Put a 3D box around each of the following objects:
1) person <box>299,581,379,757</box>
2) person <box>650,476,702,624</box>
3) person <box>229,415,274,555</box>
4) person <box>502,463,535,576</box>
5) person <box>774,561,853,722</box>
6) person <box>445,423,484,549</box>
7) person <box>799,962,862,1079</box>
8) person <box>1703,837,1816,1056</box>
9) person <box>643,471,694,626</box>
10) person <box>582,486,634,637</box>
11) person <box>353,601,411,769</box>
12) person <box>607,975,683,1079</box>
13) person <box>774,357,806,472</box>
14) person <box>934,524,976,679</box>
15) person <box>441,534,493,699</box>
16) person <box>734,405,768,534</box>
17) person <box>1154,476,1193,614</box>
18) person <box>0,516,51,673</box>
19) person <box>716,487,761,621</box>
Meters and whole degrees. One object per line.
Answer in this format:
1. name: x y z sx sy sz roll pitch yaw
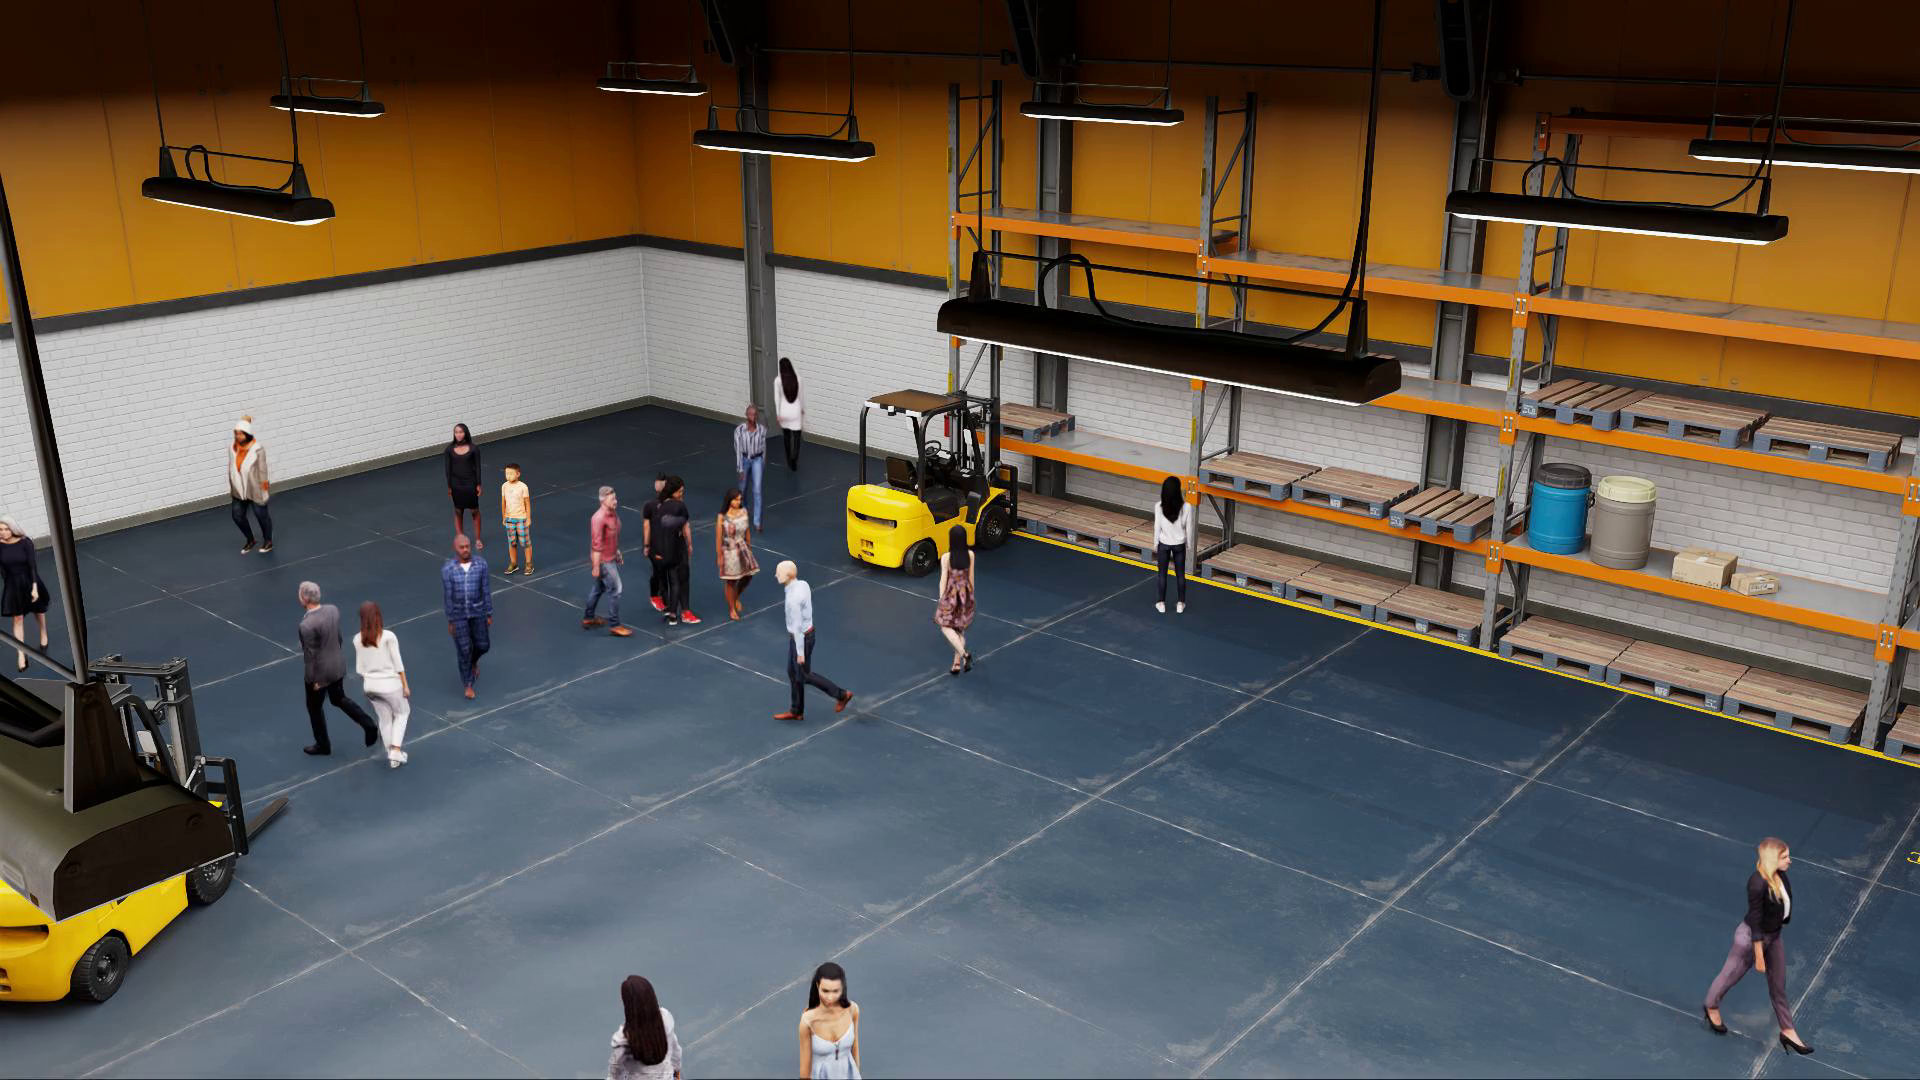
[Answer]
1. person: -6.136 1.281 16.214 1.138 1.812 0.954 5 19 16
2. person: -3.530 0.091 19.838 0.805 1.755 1.254 -16 24 -39
3. person: -9.399 -0.753 22.152 0.786 1.876 0.886 2 19 7
4. person: -5.704 -0.285 21.412 0.570 1.461 0.666 3 19 7
5. person: -1.521 1.059 16.969 1.145 1.750 1.052 0 19 0
6. person: -6.641 -0.724 22.313 0.678 1.719 0.725 -3 19 -8
7. person: -0.796 3.348 10.204 0.650 1.729 0.626 -12 22 -31
8. person: 5.581 2.845 11.846 0.734 1.636 1.053 -15 24 -38
9. person: -3.464 0.115 19.609 0.861 1.855 0.910 -3 19 -8
10. person: -4.184 0.230 19.361 1.064 1.795 0.974 0 19 -1
11. person: -5.574 1.437 15.987 0.791 1.661 0.873 3 19 10
12. person: -1.832 3.426 10.156 0.759 1.612 0.633 17 25 41
13. person: -2.625 -1.916 25.748 1.063 1.786 1.120 -2 19 -6
14. person: -0.001 0.706 17.999 0.801 1.762 0.934 -10 21 -28
15. person: -5.289 0.767 17.759 0.835 1.800 0.953 -8 20 -23
16. person: -2.949 -1.012 23.129 1.072 1.744 1.244 -4 19 -12
17. person: 2.554 0.050 20.041 0.664 1.701 0.755 1 19 3
18. person: -10.423 0.548 18.578 1.005 1.691 1.204 -5 19 -15
19. person: -2.732 0.135 19.897 0.750 1.632 0.767 -11 22 -30
